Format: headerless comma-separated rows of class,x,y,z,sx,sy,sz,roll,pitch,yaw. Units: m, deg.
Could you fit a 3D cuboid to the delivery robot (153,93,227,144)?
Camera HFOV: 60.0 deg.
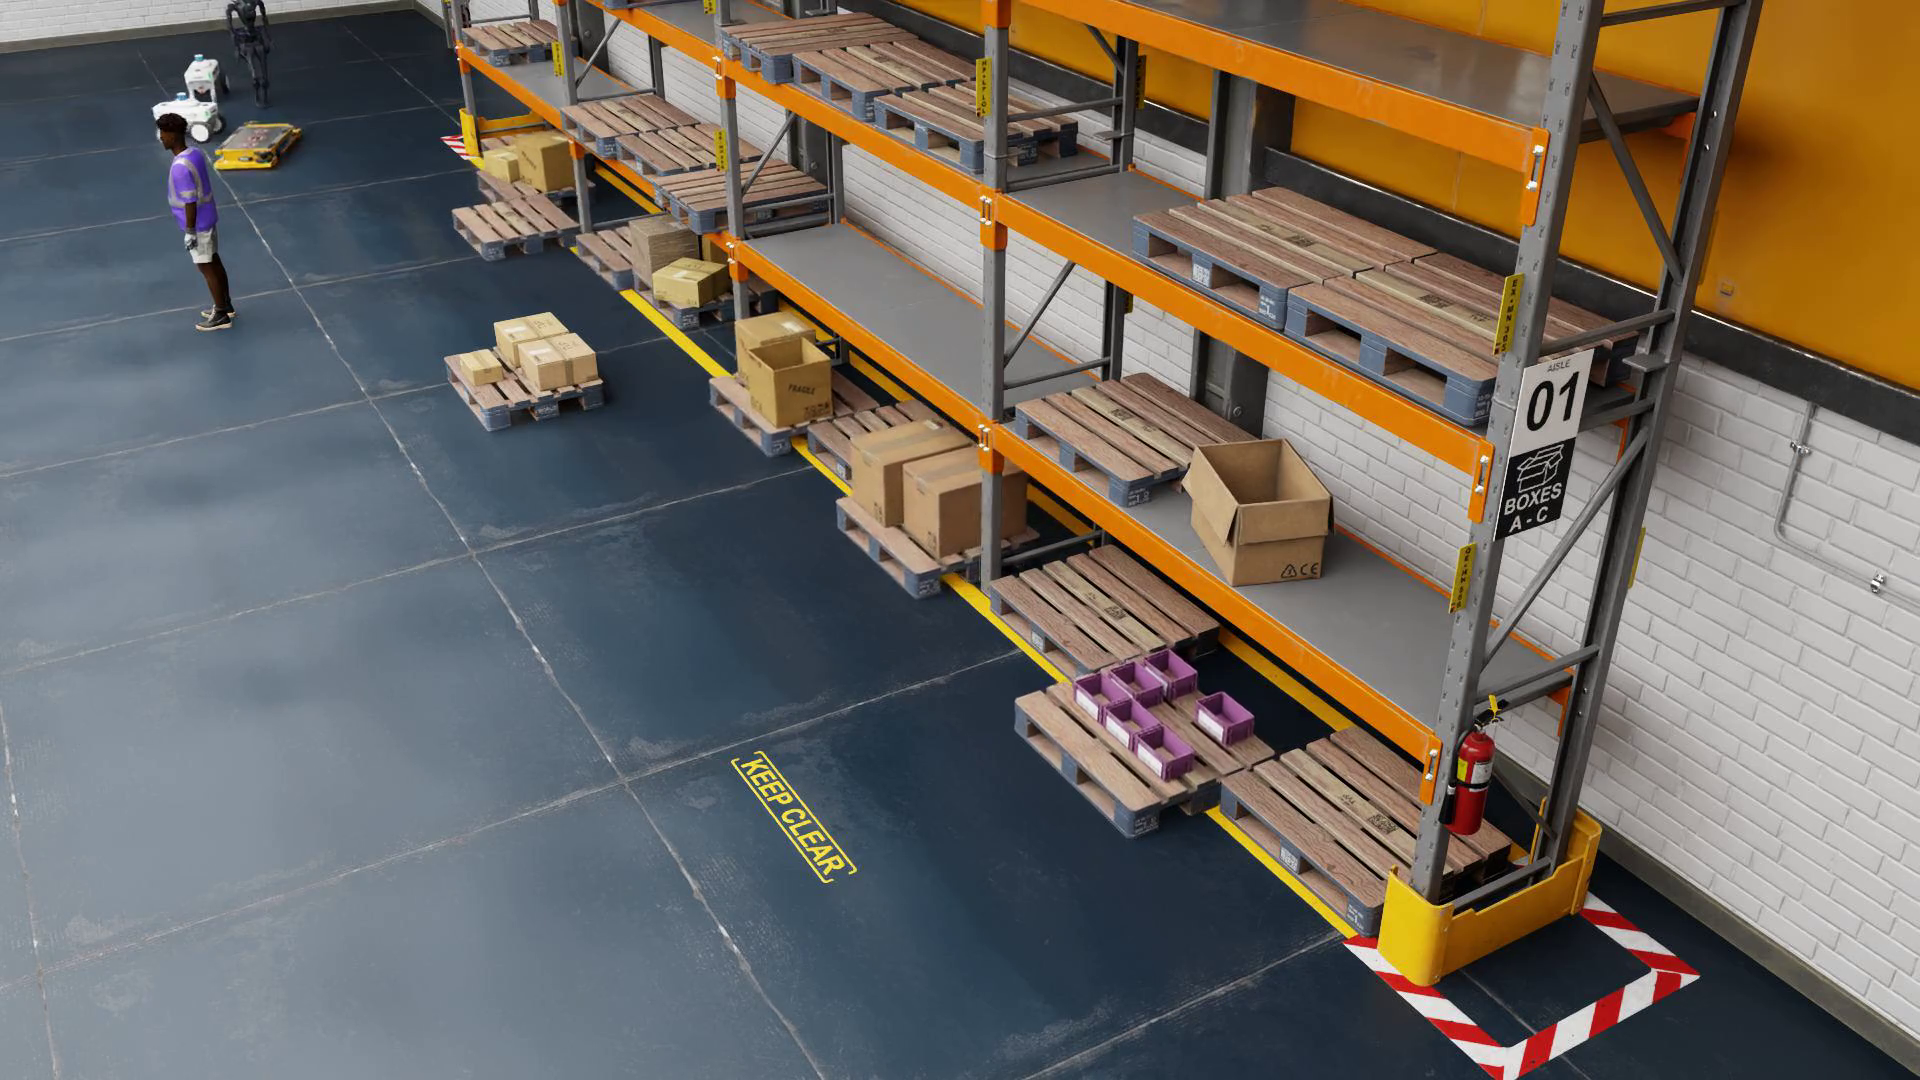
delivery robot,-9.520,-5.208,20.556,0.804,0.614,0.499,1,30,1

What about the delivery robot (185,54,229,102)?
delivery robot,-10.136,-6.202,22.297,0.499,0.601,0.775,-7,30,-12

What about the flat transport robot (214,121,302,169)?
flat transport robot,-8.450,-4.755,20.026,0.659,0.231,1.431,-3,30,-5

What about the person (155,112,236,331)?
person,-6.882,-2.869,14.977,0.363,1.965,0.609,-6,30,-10

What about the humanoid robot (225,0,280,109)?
humanoid robot,-9.160,-6.449,21.595,0.370,1.651,0.601,23,37,35
